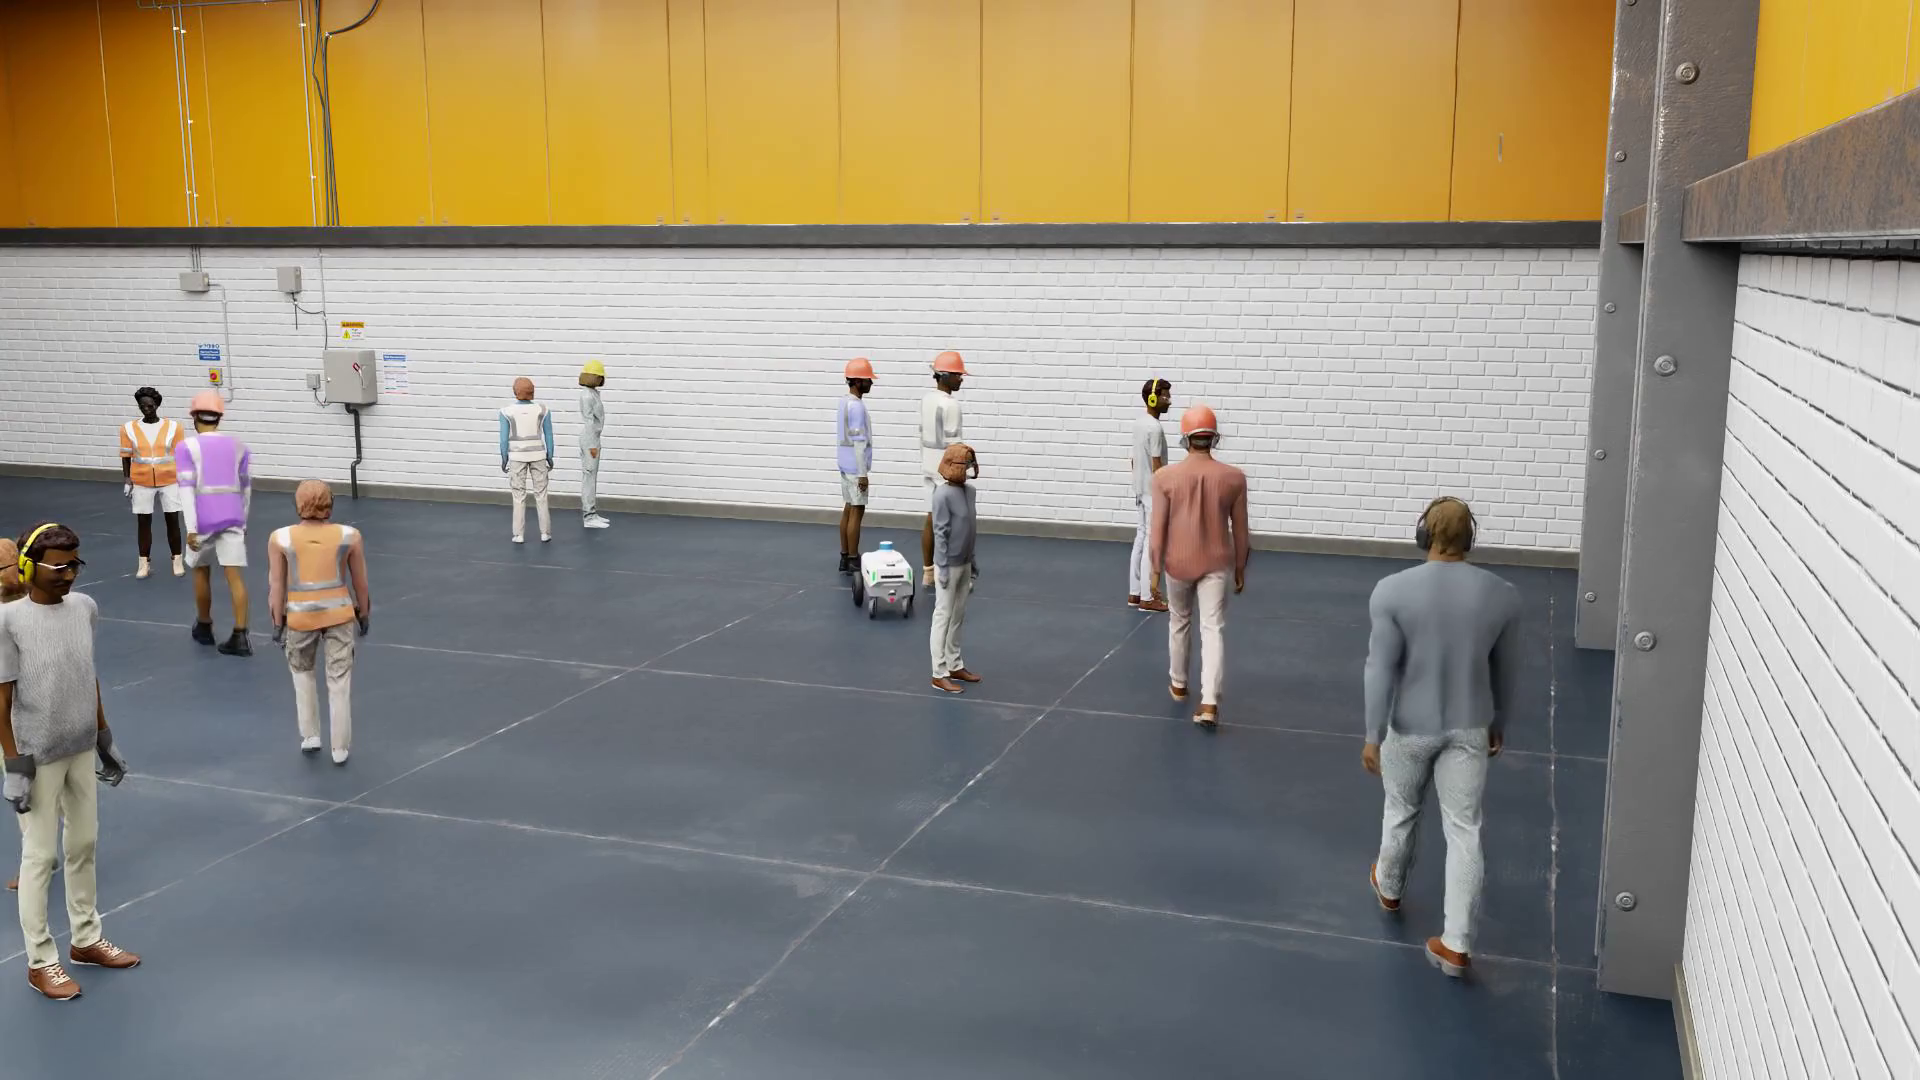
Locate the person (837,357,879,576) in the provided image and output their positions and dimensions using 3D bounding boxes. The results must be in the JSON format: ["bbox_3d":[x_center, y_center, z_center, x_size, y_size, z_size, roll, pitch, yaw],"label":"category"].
[{"bbox_3d":[-0.899,-0.650,14.771,0.366,1.935,0.552,-3,11,-17],"label":"person"}]

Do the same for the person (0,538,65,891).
[{"bbox_3d":[-4.248,0.787,7.563,0.527,1.618,0.385,2,10,10],"label":"person"}]

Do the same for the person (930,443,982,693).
[{"bbox_3d":[-0.020,0.173,10.991,0.286,1.633,0.500,5,11,27],"label":"person"}]

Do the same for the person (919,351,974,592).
[{"bbox_3d":[-0.122,-0.574,14.057,0.395,2.040,0.609,-5,11,-27],"label":"person"}]

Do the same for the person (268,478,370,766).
[{"bbox_3d":[-3.631,0.452,9.453,0.539,1.618,0.568,-4,11,-23],"label":"person"}]

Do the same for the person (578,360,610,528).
[{"bbox_3d":[-3.807,-1.003,17.322,0.312,1.738,0.483,-2,10,-8],"label":"person"}]

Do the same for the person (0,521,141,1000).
[{"bbox_3d":[-3.530,0.847,6.549,0.328,1.865,0.521,3,11,19],"label":"person"}]

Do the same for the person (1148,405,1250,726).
[{"bbox_3d":[1.483,0.141,10.304,0.634,1.949,1.038,0,10,2],"label":"person"}]

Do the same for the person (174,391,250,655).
[{"bbox_3d":[-5.390,-0.130,12.050,0.556,1.859,0.961,-10,14,-44],"label":"person"}]

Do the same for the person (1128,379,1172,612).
[{"bbox_3d":[1.543,-0.361,13.348,0.312,1.865,0.538,-2,10,-14],"label":"person"}]

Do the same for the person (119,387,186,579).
[{"bbox_3d":[-7.069,-0.502,14.617,0.540,1.694,0.317,-4,11,-22],"label":"person"}]

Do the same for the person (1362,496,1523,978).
[{"bbox_3d":[1.975,0.764,6.906,0.658,1.897,0.980,0,10,1],"label":"person"}]

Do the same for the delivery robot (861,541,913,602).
[{"bbox_3d":[-0.587,0.256,13.297,0.477,0.478,0.707,-2,10,-10],"label":"delivery robot"}]

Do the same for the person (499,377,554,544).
[{"bbox_3d":[-4.246,-0.776,16.327,0.522,1.637,0.306,-4,11,-21],"label":"person"}]
